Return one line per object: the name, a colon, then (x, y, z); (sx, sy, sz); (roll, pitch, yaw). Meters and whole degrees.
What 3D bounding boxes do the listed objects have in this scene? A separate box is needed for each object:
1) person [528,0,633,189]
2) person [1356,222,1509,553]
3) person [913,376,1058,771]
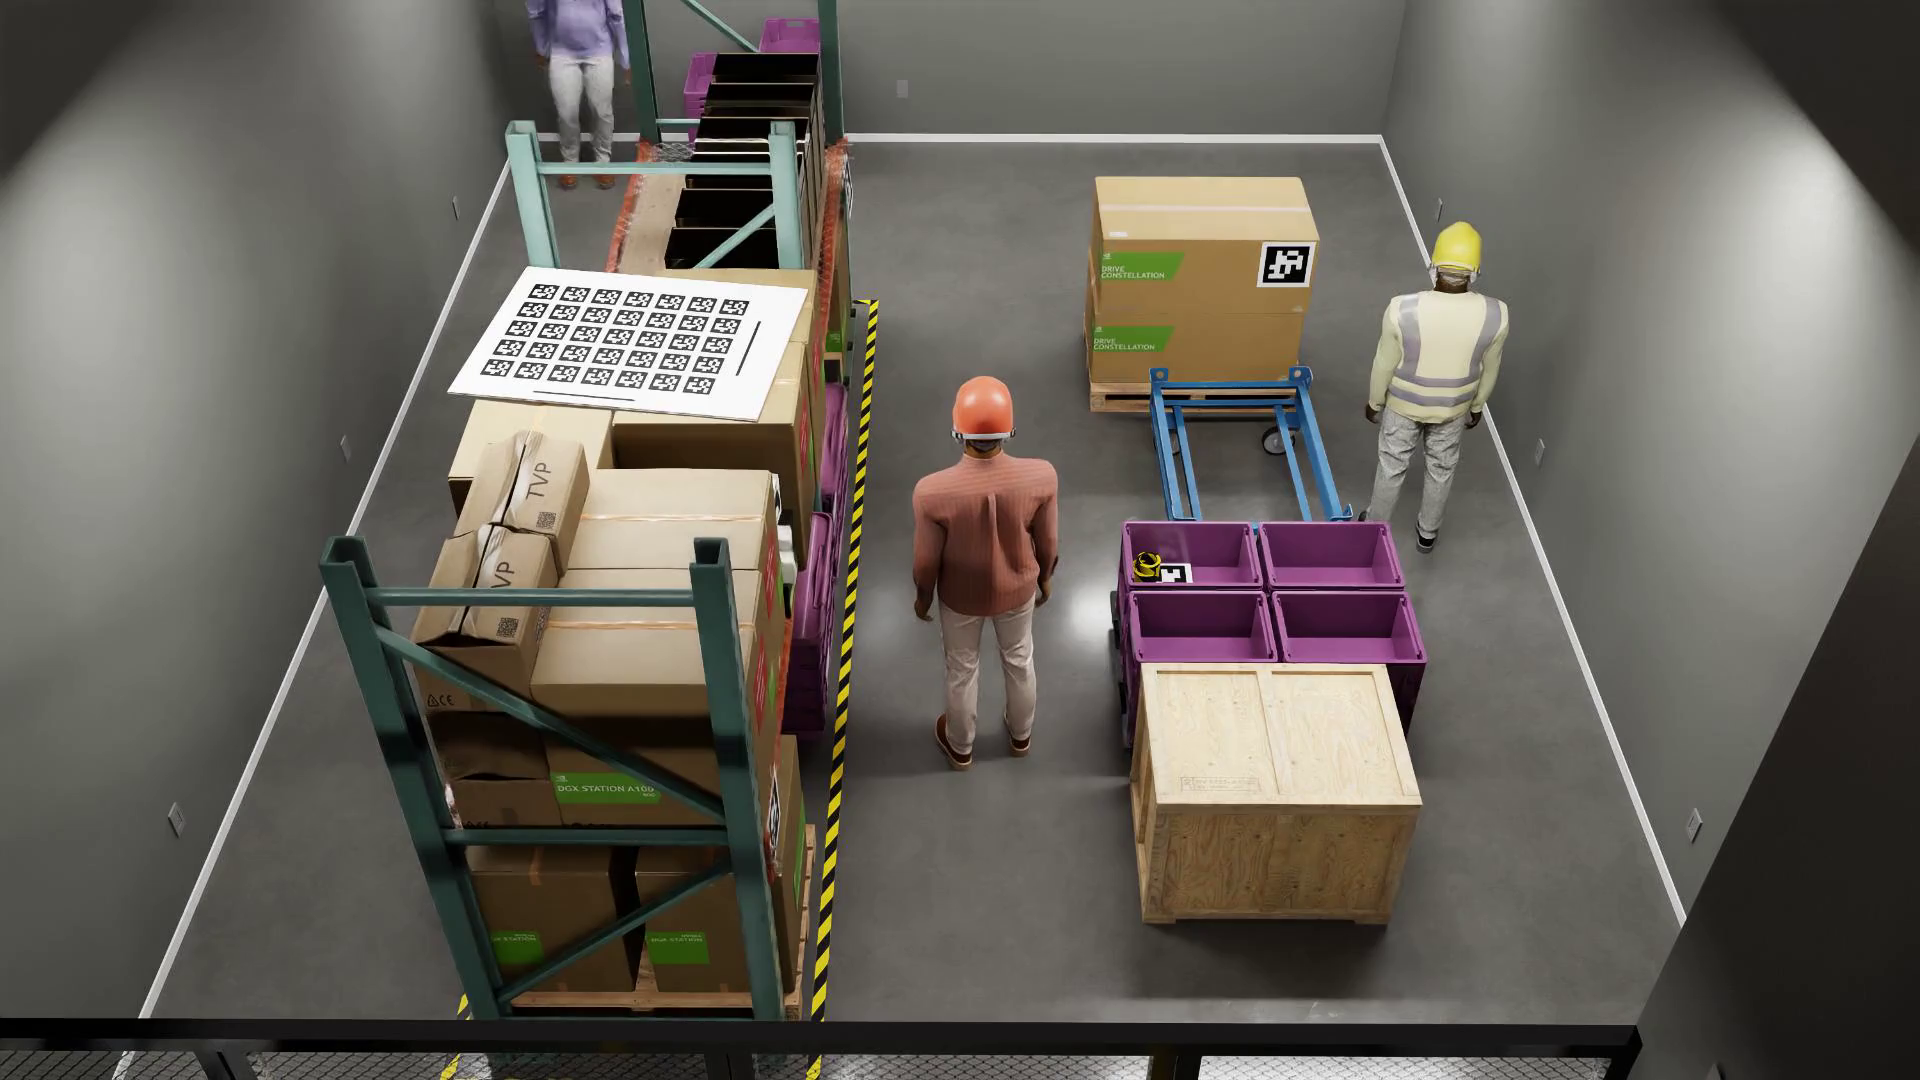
person: (-2.407, -3.133, 10.715); (0.663, 1.901, 0.462); (-4, 41, -4)
person: (2.244, -0.691, 7.989); (0.586, 1.822, 0.404); (2, 41, 2)
person: (0.101, 0.169, 6.878); (0.608, 1.996, 0.379); (-9, 42, -10)
